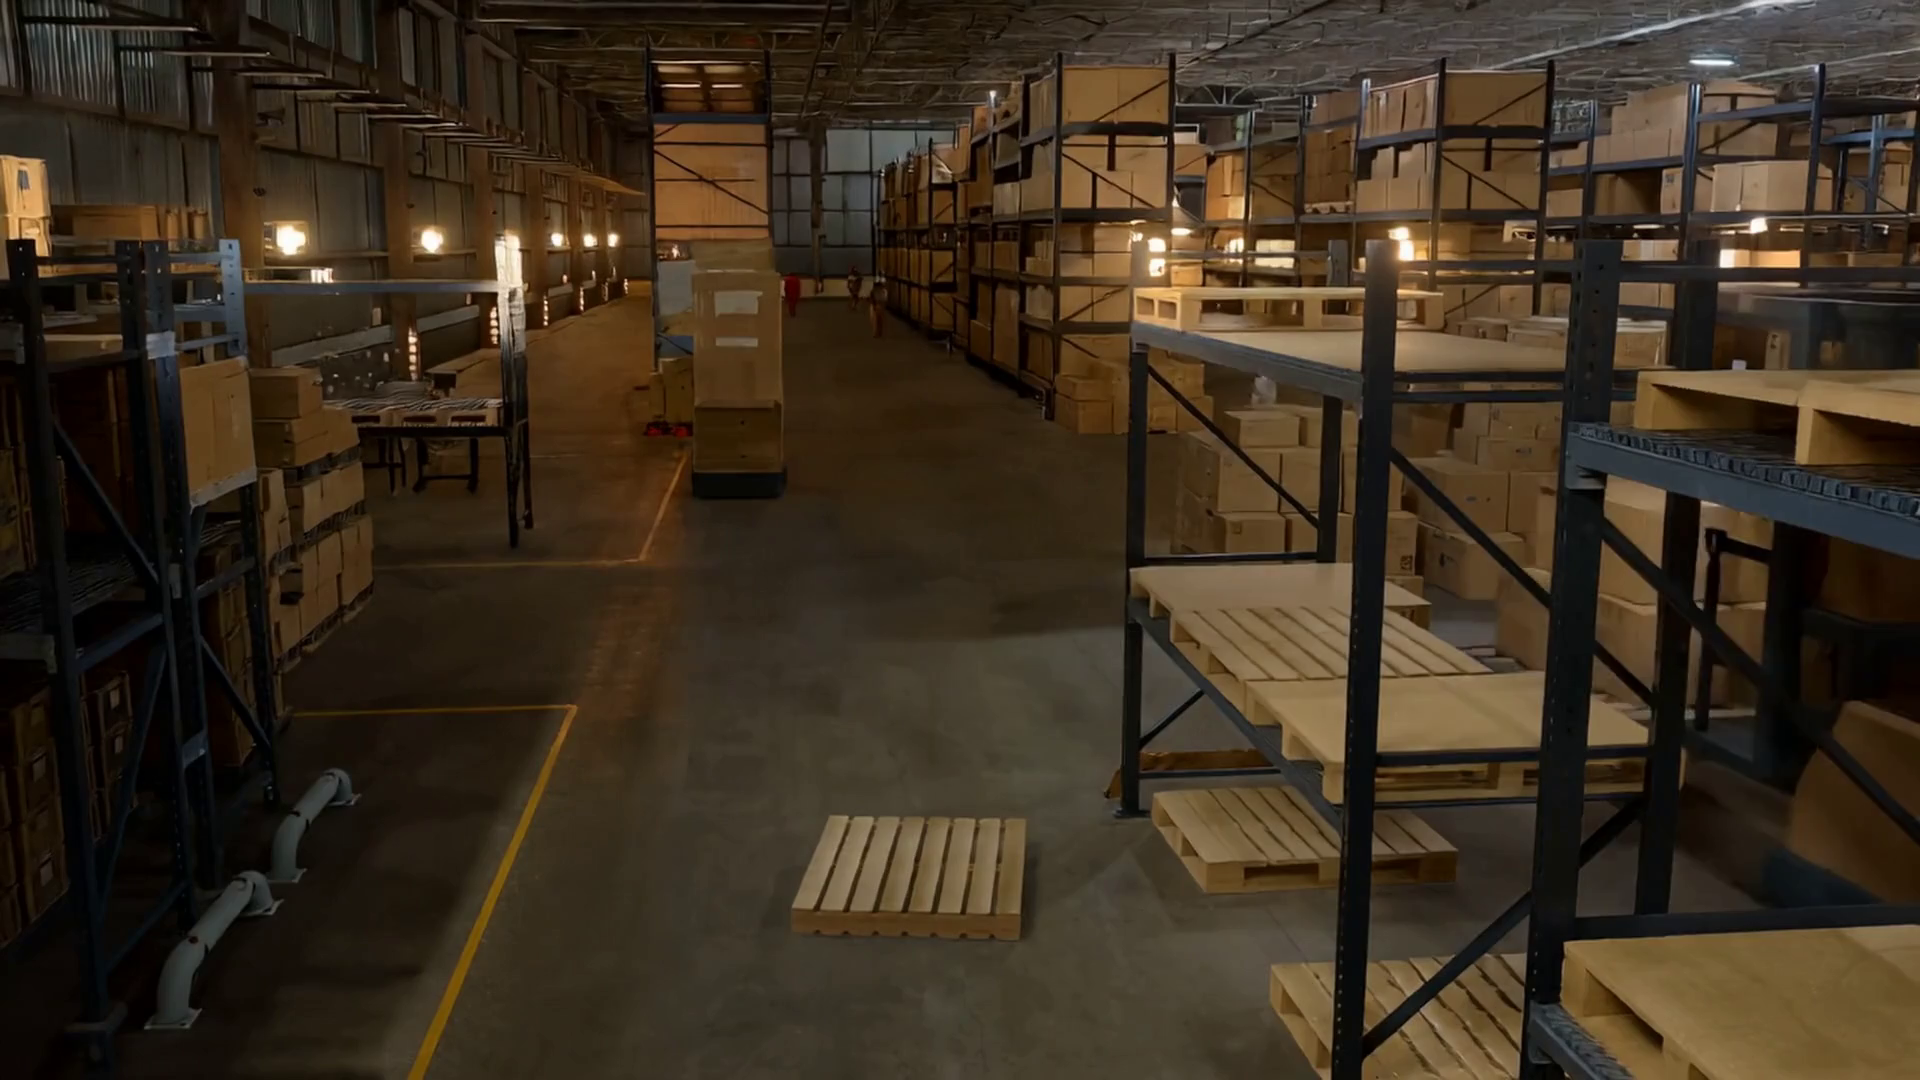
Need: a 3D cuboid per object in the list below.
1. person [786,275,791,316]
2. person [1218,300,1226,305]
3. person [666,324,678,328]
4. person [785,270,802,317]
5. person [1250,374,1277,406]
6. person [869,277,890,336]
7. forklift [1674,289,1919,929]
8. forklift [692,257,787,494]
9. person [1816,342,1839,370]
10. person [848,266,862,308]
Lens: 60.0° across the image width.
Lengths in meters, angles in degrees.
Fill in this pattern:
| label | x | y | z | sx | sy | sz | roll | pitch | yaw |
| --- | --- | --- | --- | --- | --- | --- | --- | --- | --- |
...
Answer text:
| label | x | y | z | sx | sy | sz | roll | pitch | yaw |
| --- | --- | --- | --- | --- | --- | --- | --- | --- | --- |
| person | -6.842 | -9.843 | 66.963 | 0.321 | 1.628 | 0.529 | 0 | 10 | -2 |
| person | 7.752 | -6.765 | 49.423 | 0.969 | 1.790 | 0.606 | -1 | 10 | -3 |
| person | -7.490 | -5.703 | 43.813 | 0.530 | 1.697 | 0.321 | -8 | 13 | -36 |
| person | -6.557 | -9.815 | 66.141 | 0.680 | 1.860 | 0.832 | 4 | 11 | 22 |
| person | 3.786 | -1.619 | 20.672 | 1.006 | 1.898 | 0.542 | 5 | 12 | 27 |
| person | -2.563 | -7.403 | 52.800 | 0.651 | 1.858 | 0.987 | -2 | 10 | -10 |
| forklift | 4.243 | 0.306 | 7.240 | 1.129 | 2.768 | 1.873 | -2 | 10 | -10 |
| forklift | -2.704 | -2.042 | 20.250 | 1.129 | 2.768 | 1.873 | -1 | 10 | -6 |
| person | 13.130 | -2.457 | 25.244 | 0.397 | 1.911 | 0.587 | 10 | 14 | 43 |
| person | -4.658 | -11.251 | 73.956 | 0.645 | 1.917 | 0.793 | 0 | 10 | 0 |
